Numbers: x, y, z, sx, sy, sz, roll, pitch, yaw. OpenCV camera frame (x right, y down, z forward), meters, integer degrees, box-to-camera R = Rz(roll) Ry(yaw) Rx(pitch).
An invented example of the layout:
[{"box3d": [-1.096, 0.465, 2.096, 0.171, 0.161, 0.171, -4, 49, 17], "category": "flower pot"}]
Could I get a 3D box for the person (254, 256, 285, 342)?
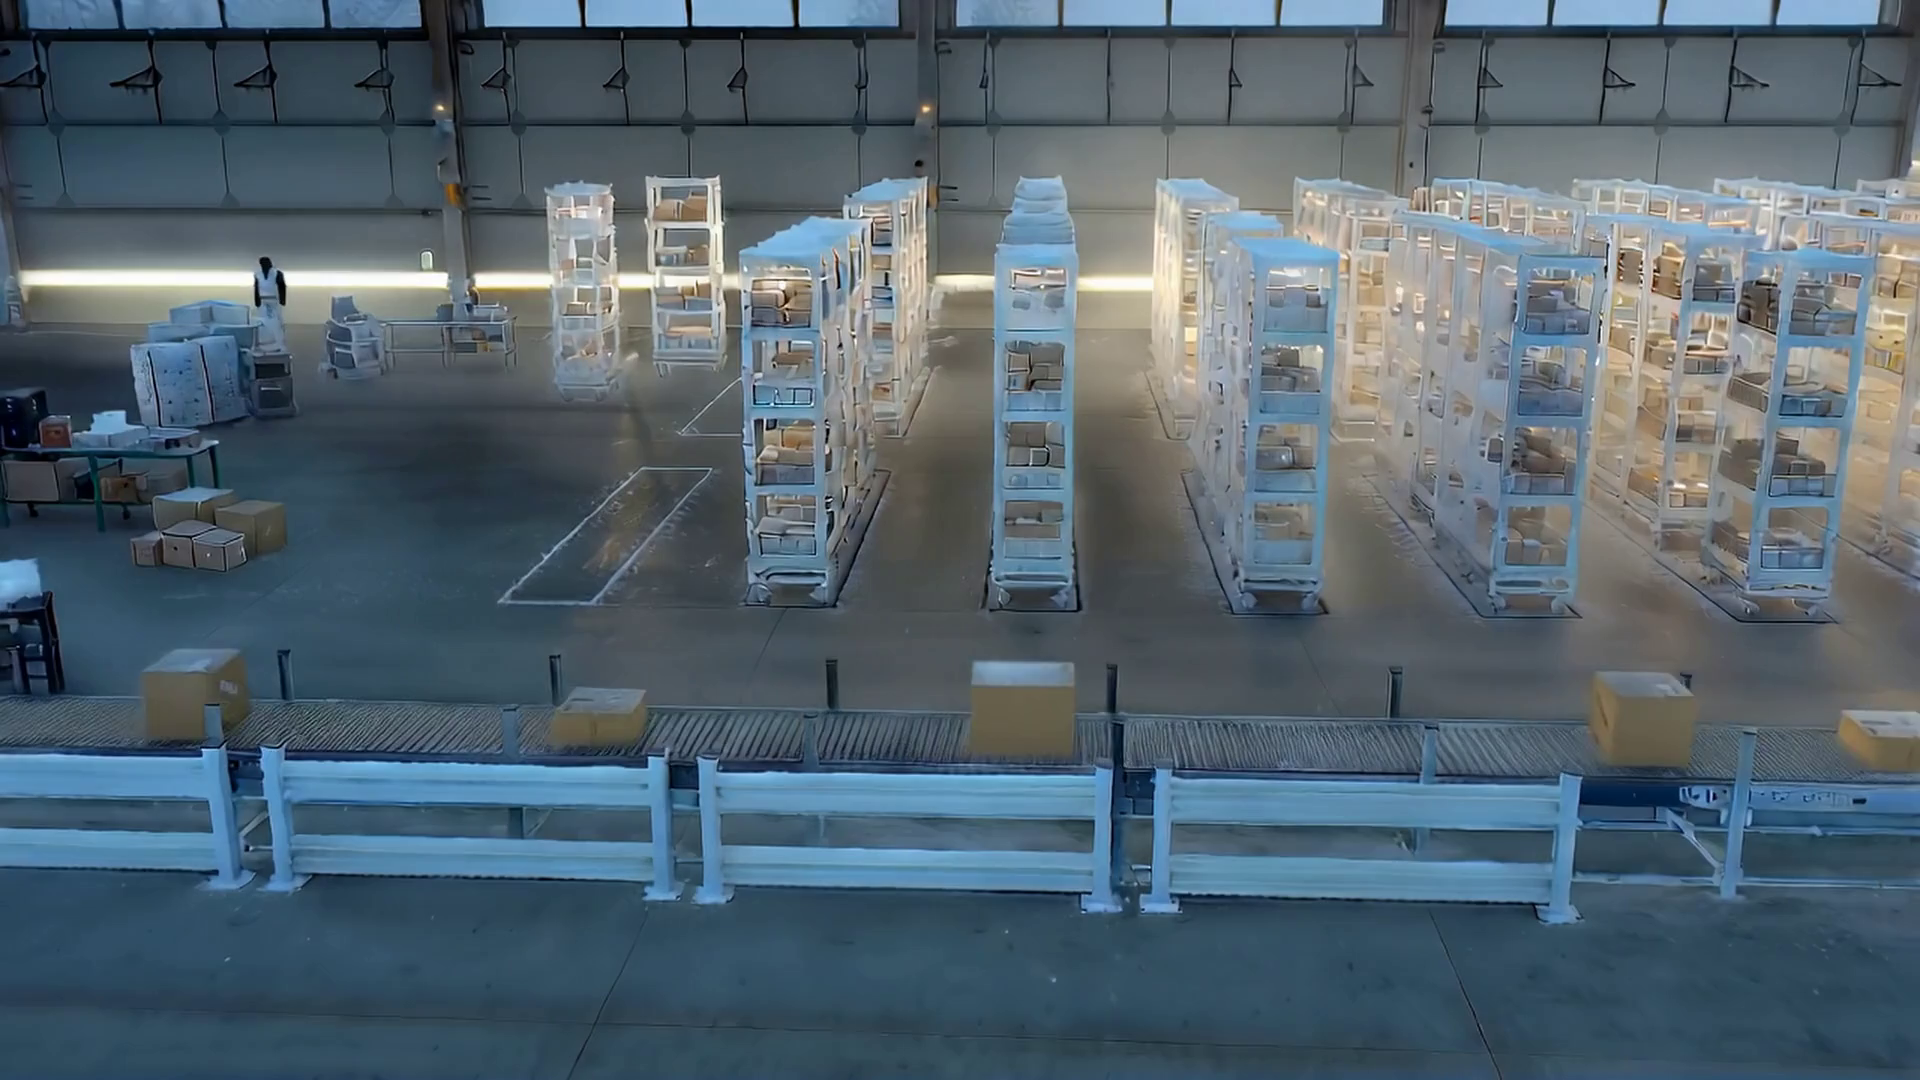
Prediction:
[{"box3d": [-14.366, -4.991, 34.606, 0.632, 1.830, 0.429, 4, 16, 14], "category": "person"}]
